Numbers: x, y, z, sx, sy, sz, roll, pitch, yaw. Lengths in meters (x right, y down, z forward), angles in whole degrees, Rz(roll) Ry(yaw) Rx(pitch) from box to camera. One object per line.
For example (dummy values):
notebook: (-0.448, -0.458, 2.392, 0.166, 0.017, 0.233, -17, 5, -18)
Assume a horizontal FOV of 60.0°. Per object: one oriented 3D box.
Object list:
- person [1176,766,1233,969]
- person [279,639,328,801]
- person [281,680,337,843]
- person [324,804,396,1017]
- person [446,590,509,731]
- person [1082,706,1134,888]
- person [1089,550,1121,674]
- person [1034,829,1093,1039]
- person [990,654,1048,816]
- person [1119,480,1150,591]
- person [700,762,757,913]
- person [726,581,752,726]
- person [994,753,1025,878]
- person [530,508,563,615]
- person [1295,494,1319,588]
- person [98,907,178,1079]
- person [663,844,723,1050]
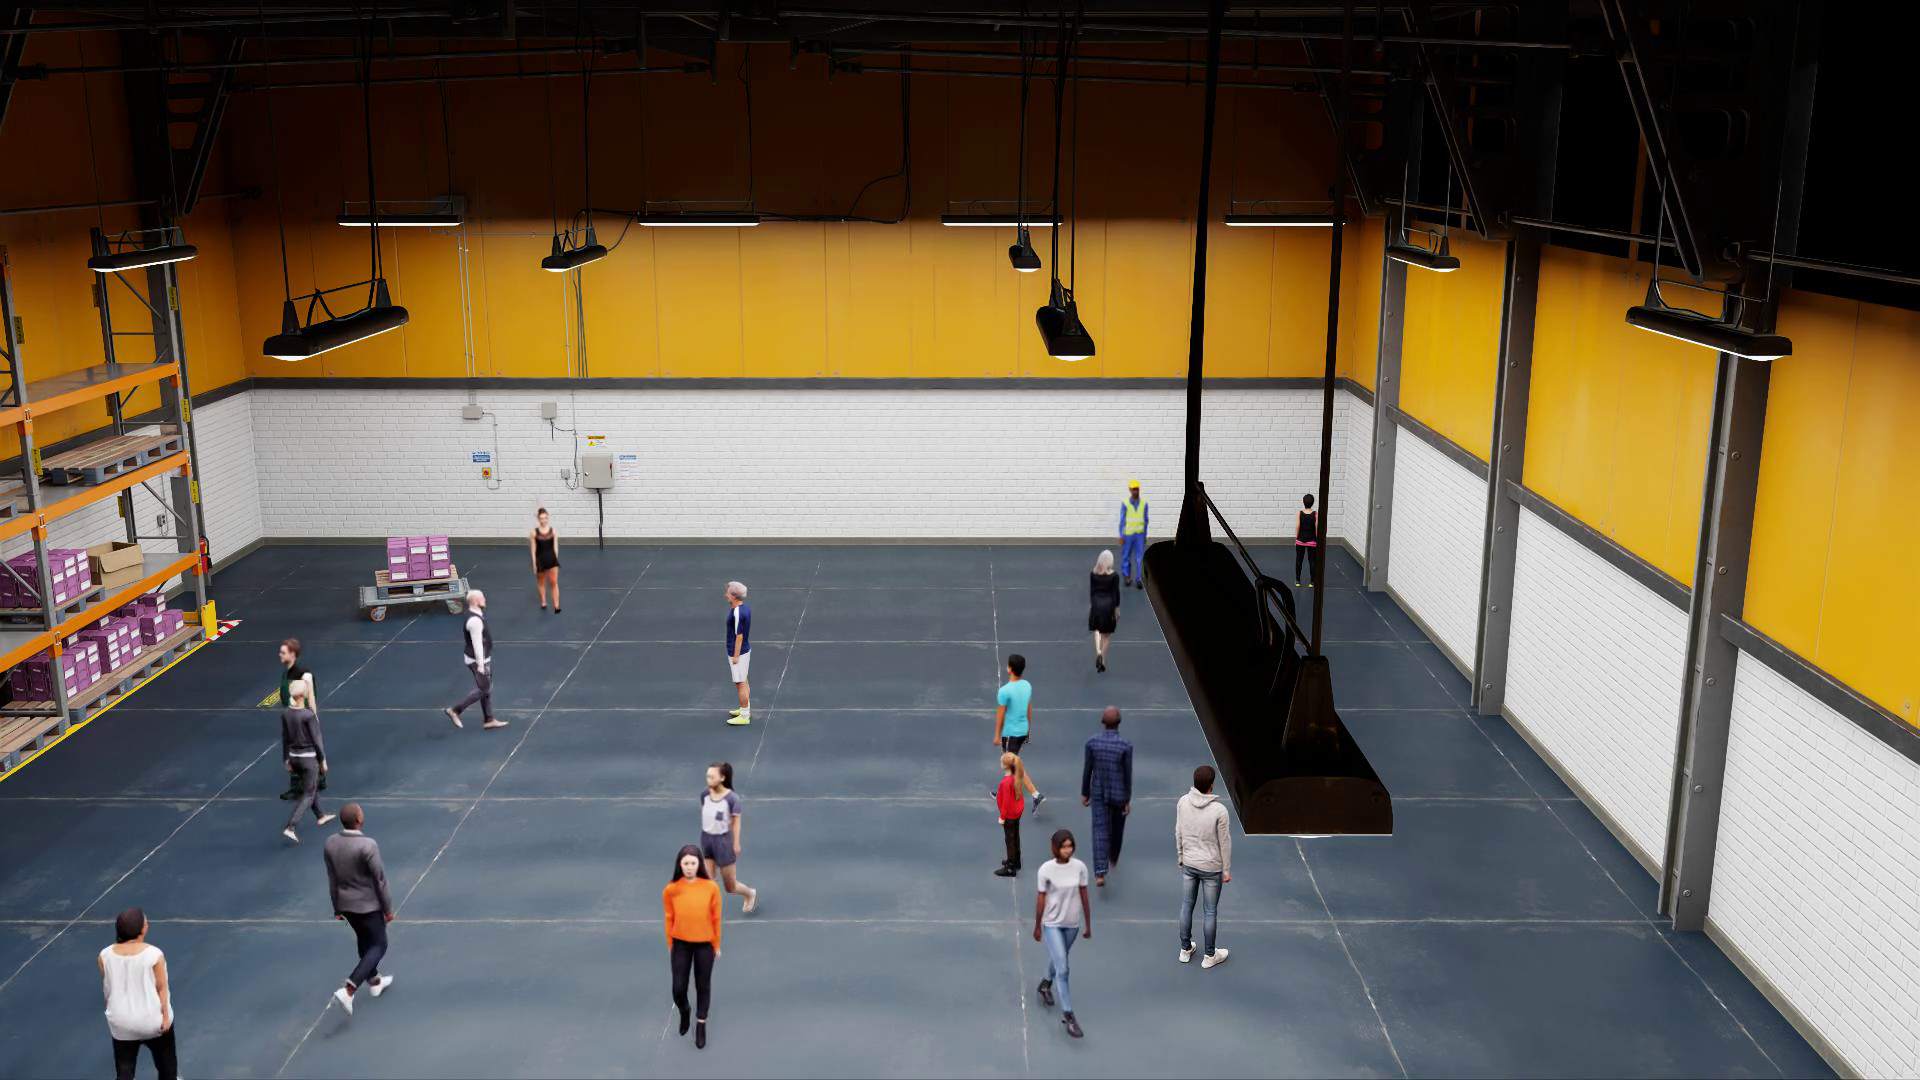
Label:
person: (2.149, 2.891, 14.838, 0.756, 1.853, 0.760, 8, 16, 30)
person: (-7.330, 1.981, 18.664, 0.955, 1.821, 0.896, -13, 18, -42)
person: (-6.945, 2.327, 17.500, 0.889, 1.695, 1.156, 6, 15, 22)
person: (-5.086, 3.117, 14.018, 0.941, 1.800, 1.116, 5, 14, 19)
person: (-6.036, 1.520, 20.597, 0.981, 1.806, 1.038, -6, 15, -22)
person: (1.463, 2.551, 16.384, 0.811, 1.785, 1.241, 2, 14, 9)
person: (1.956, 1.008, 22.864, 0.715, 1.735, 0.753, 4, 14, 15)
person: (0.818, 3.211, 13.894, 0.891, 1.676, 1.221, -5, 15, -21)
person: (0.656, 2.142, 18.143, 1.146, 1.753, 1.095, 13, 19, 43)
person: (2.820, -0.094, 27.337, 0.828, 1.771, 1.209, -2, 14, -10)
person: (-2.196, 2.845, 15.503, 0.874, 1.629, 1.018, 8, 16, 30)
person: (-2.787, 1.408, 20.993, 0.692, 1.839, 0.489, 0, 14, -2)
person: (0.509, 2.735, 16.696, 0.621, 1.281, 0.525, 5, 15, 21)
person: (-6.471, 0.329, 25.882, 0.856, 1.634, 1.156, -6, 15, -22)
person: (5.722, -0.004, 27.430, 0.604, 1.553, 0.591, 4, 14, 17)
person: (-6.172, 3.572, 12.427, 0.650, 1.664, 0.996, 0, 14, -1)
person: (-2.163, 3.263, 13.541, 0.650, 1.741, 0.674, -2, 14, -7)
